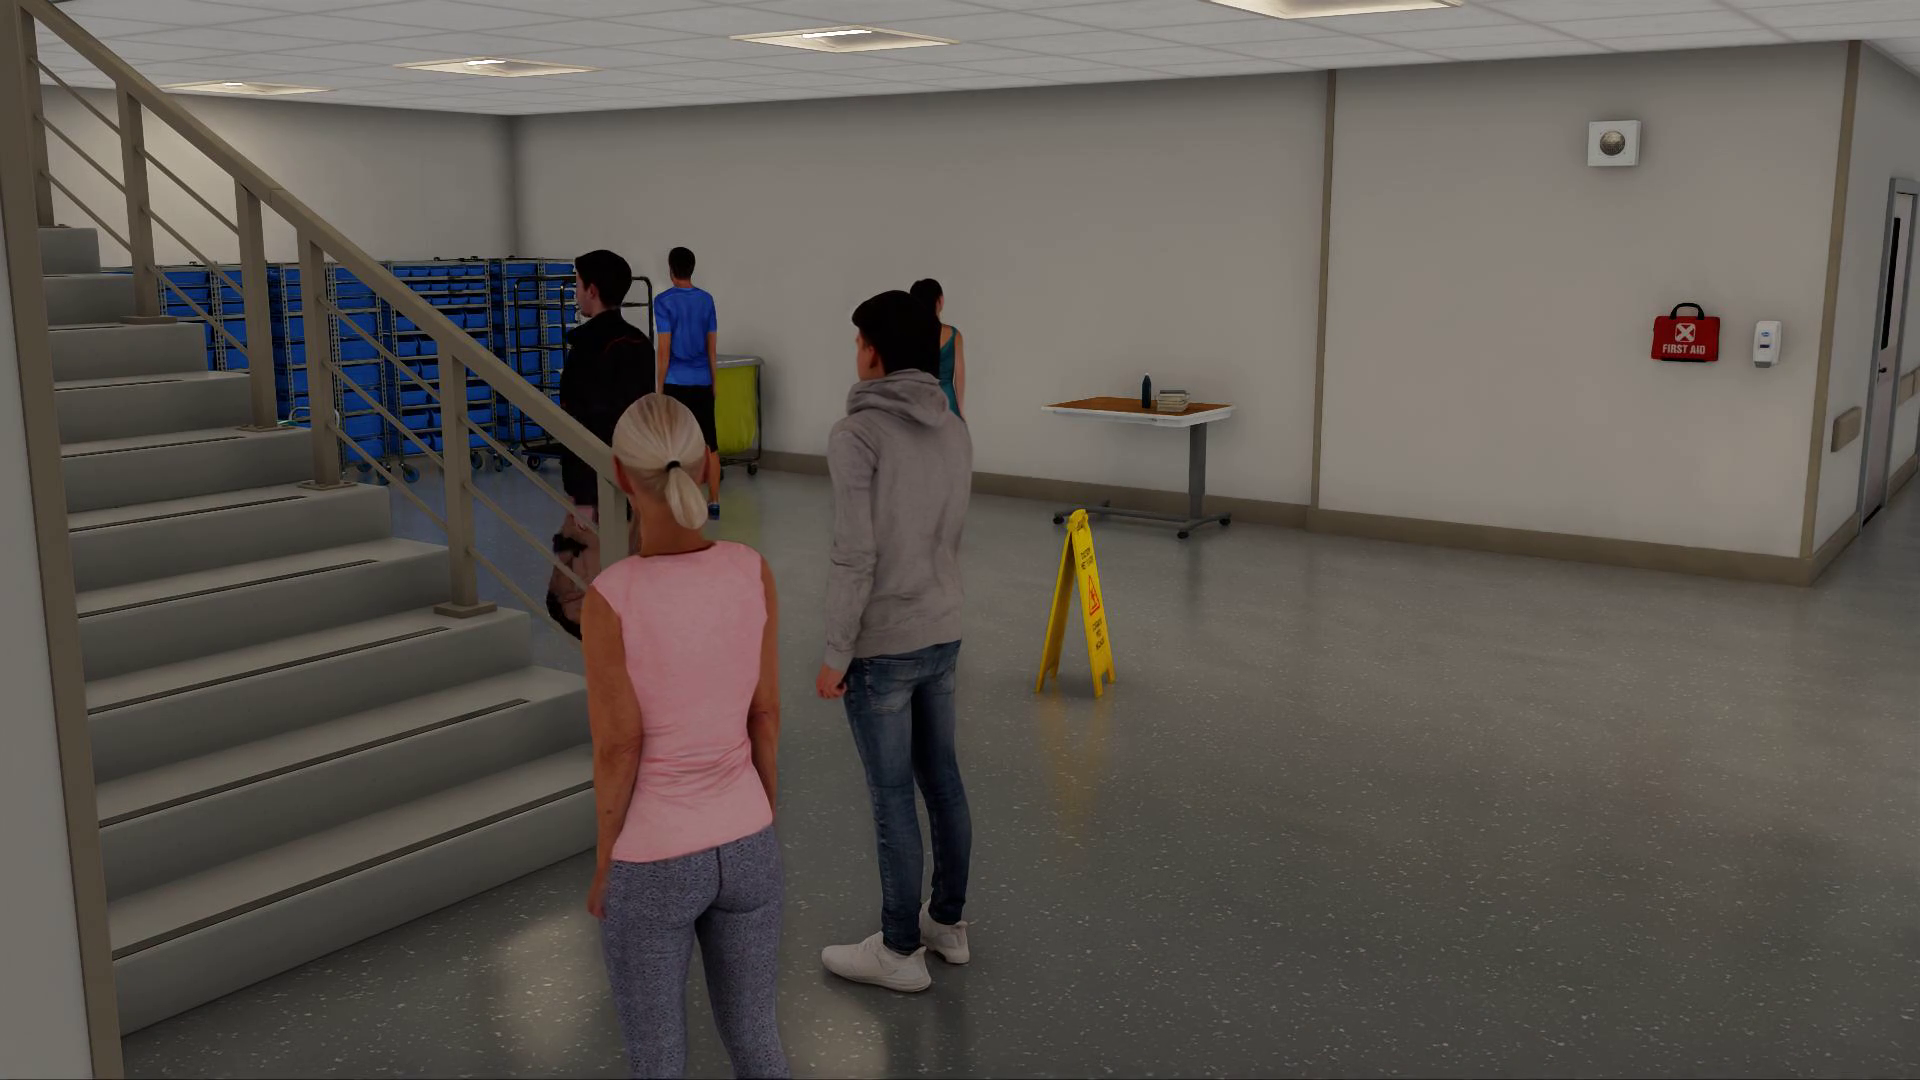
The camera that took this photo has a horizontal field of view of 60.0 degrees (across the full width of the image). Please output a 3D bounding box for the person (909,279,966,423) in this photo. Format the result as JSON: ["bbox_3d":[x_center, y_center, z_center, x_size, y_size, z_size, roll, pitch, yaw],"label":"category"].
[{"bbox_3d":[-0.167,-0.775,10.358,0.579,1.688,0.673,0,11,1],"label":"person"}]

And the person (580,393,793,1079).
[{"bbox_3d":[-0.497,0.588,3.089,0.629,1.720,0.626,-7,13,-34],"label":"person"}]

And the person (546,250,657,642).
[{"bbox_3d":[-1.295,-0.154,6.472,0.927,1.916,0.865,2,11,13],"label":"person"}]

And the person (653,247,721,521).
[{"bbox_3d":[-1.864,-1.058,11.372,0.680,1.866,0.659,-8,13,-35],"label":"person"}]

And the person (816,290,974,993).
[{"bbox_3d":[-0.150,0.267,4.425,0.547,1.853,0.657,8,13,35],"label":"person"}]
